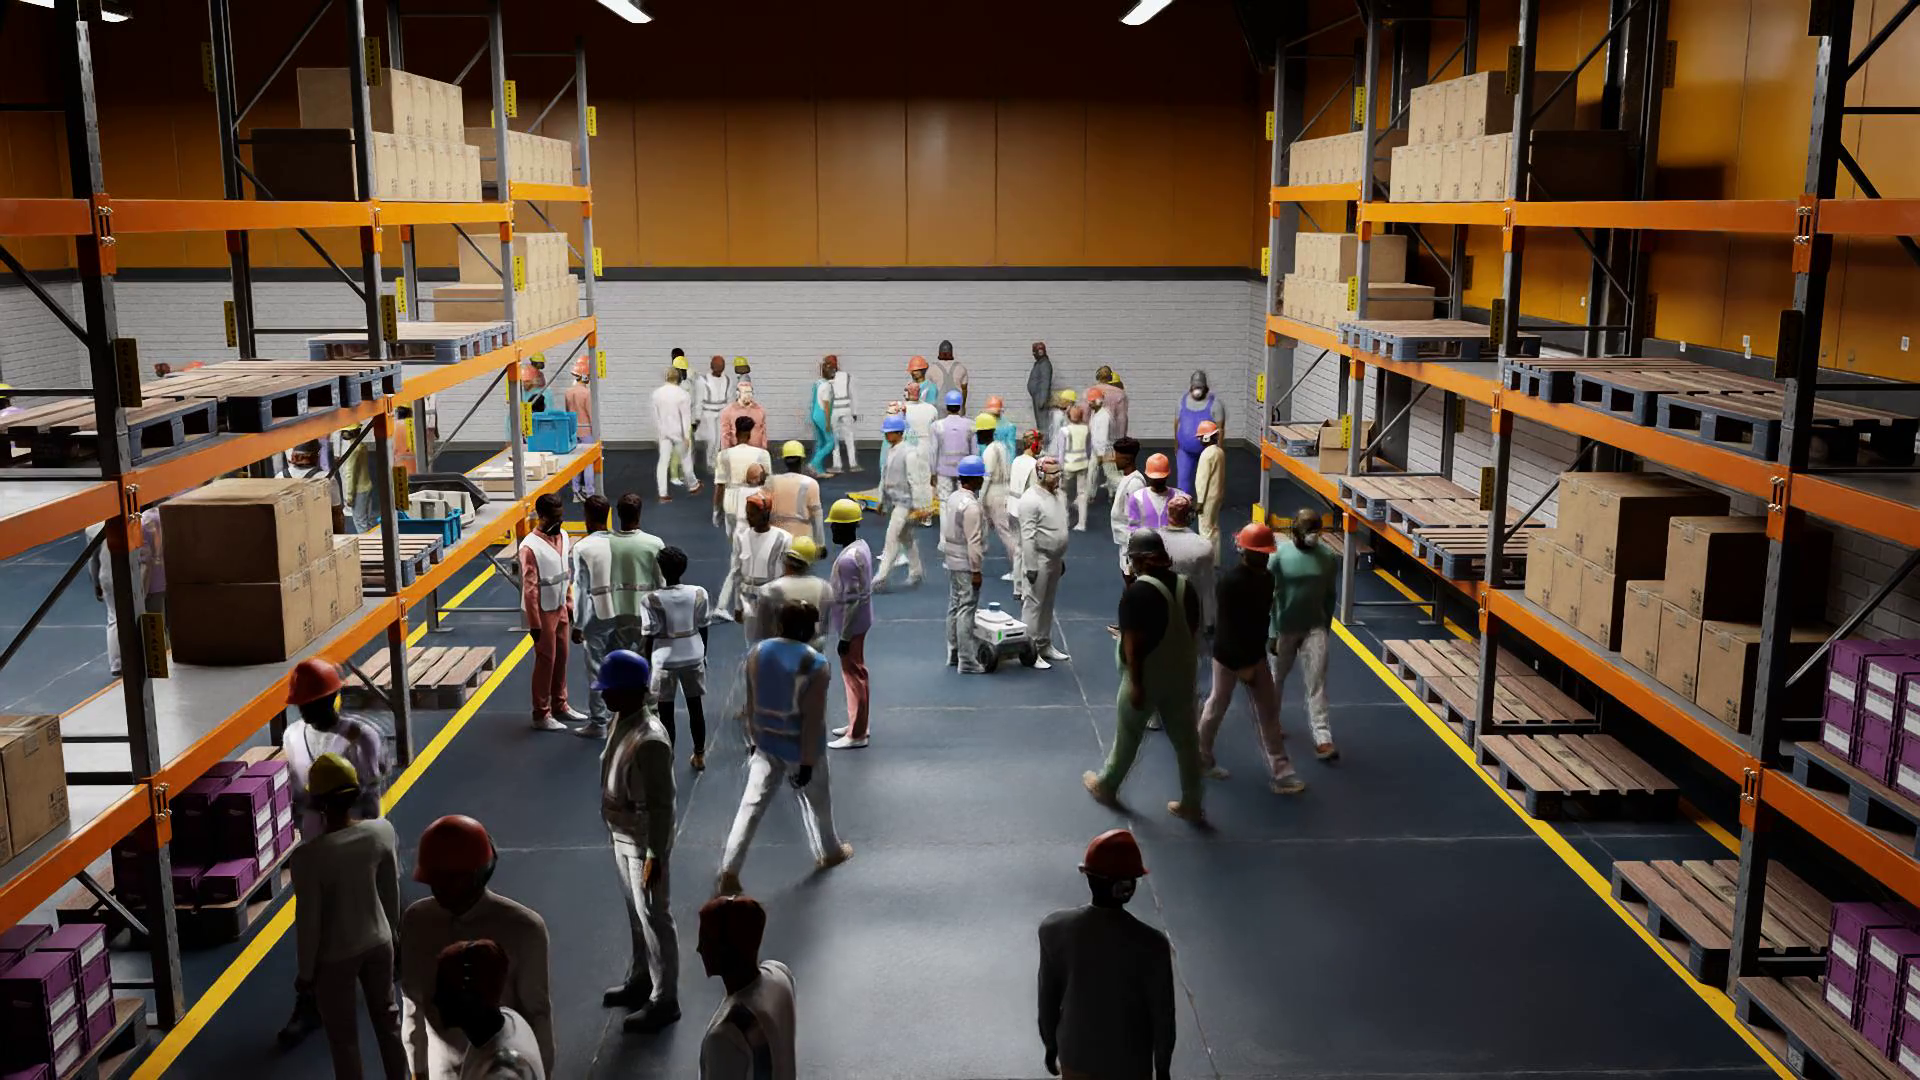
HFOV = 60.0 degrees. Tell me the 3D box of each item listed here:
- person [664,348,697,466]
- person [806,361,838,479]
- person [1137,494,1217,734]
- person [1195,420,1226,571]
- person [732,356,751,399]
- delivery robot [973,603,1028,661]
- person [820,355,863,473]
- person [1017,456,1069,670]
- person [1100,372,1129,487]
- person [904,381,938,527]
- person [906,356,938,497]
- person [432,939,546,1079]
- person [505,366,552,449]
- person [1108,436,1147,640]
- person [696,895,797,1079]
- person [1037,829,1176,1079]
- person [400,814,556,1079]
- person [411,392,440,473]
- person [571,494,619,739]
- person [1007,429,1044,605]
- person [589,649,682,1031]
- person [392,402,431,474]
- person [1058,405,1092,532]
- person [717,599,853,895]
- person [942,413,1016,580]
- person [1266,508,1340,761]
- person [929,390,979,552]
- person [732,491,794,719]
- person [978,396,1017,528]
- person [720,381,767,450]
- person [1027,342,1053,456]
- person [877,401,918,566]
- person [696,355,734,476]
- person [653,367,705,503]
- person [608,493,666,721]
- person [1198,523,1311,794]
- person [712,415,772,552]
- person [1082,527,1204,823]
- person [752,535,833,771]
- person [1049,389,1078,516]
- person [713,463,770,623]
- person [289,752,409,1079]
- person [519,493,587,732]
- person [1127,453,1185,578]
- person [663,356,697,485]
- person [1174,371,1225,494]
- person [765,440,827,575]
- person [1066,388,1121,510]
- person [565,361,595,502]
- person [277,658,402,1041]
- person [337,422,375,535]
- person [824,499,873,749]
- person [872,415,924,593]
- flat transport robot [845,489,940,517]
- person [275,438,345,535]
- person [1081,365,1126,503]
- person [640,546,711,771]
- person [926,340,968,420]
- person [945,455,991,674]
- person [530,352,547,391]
[{"bbox_3d":[-4.459,-2.121,26.616,0.585,1.911,0.389,5,12,24],"label":"person"},{"bbox_3d":[-2.093,-1.807,25.280,0.436,1.820,0.636,-5,12,-25],"label":"person"},{"bbox_3d":[1.713,0.583,13.051,0.658,1.905,0.405,6,13,28],"label":"person"},{"bbox_3d":[2.801,-0.484,18.831,0.353,1.737,0.570,6,13,27],"label":"person"},{"bbox_3d":[-3.525,-2.108,26.973,0.321,1.737,0.485,0,11,1],"label":"person"},{"bbox_3d":[0.312,0.811,15.068,0.477,0.478,0.707,-6,13,-29],"label":"delivery robot"},{"bbox_3d":[-1.855,-1.971,26.005,0.741,1.855,0.341,-7,13,-32],"label":"person"},{"bbox_3d":[0.780,0.191,15.012,0.403,1.911,0.637,7,13,30],"label":"person"},{"bbox_3d":[2.262,-1.611,24.487,0.326,1.735,0.490,-9,14,-38],"label":"person"},{"bbox_3d":[-0.596,-1.093,21.444,0.636,1.911,0.406,-6,13,-27],"label":"person"},{"bbox_3d":[-0.568,-1.615,23.776,0.419,2.032,0.605,-9,14,-38],"label":"person"},{"bbox_3d":[-1.437,2.150,5.287,0.373,1.877,0.581,-3,12,-17],"label":"person"},{"bbox_3d":[-5.909,-1.400,22.811,0.652,1.972,0.517,1,11,5],"label":"person"},{"bbox_3d":[1.617,-0.018,15.914,0.361,1.962,0.612,0,11,-1],"label":"person"},{"bbox_3d":[-0.711,2.083,5.597,0.338,1.880,0.580,3,12,13],"label":"person"},{"bbox_3d":[0.580,1.973,6.477,0.561,1.745,0.339,6,13,27],"label":"person"},{"bbox_3d":[-1.765,1.938,6.063,0.616,1.986,0.407,3,12,15],"label":"person"},{"bbox_3d":[-7.809,-1.594,24.150,0.392,1.836,0.562,5,12,25],"label":"person"},{"bbox_3d":[-2.766,0.595,12.990,0.386,1.904,0.603,7,13,33],"label":"person"},{"bbox_3d":[0.699,-0.235,17.334,0.394,1.836,0.560,-4,12,-20],"label":"person"},{"bbox_3d":[-1.629,1.493,8.381,0.404,1.944,0.616,-6,13,-27],"label":"person"},{"bbox_3d":[-6.684,-0.812,20.075,0.583,1.898,0.421,-4,12,-19],"label":"person"},{"bbox_3d":[1.433,-0.931,21.353,0.543,1.608,0.712,-6,13,-26],"label":"person"},{"bbox_3d":[-1.078,1.249,10.077,0.634,1.782,1.051,6,13,29],"label":"person"},{"bbox_3d":[0.318,-0.464,18.406,0.987,1.866,0.613,1,11,6],"label":"person"},{"bbox_3d":[2.580,0.685,12.610,0.639,1.888,1.038,-2,11,-8],"label":"person"},{"bbox_3d":[-0.074,-0.827,20.010,0.608,1.946,0.406,-2,11,-9],"label":"person"},{"bbox_3d":[-1.573,0.533,13.351,0.574,1.884,0.358,6,13,27],"label":"person"},{"bbox_3d":[0.442,-0.980,21.295,0.563,1.743,0.350,5,13,26],"label":"person"},{"bbox_3d":[-2.762,-1.095,21.452,0.642,1.913,0.410,-7,13,-31],"label":"person"},{"bbox_3d":[1.328,-2.354,27.788,0.409,1.903,0.638,-1,11,-5],"label":"person"},{"bbox_3d":[-0.734,-0.664,19.300,0.410,1.909,0.643,-5,12,-25],"label":"person"},{"bbox_3d":[-3.738,-1.903,25.606,0.591,1.864,0.559,-8,14,-35],"label":"person"},{"bbox_3d":[-4.002,-1.499,23.518,0.651,1.885,1.004,5,12,23],"label":"person"},{"bbox_3d":[-2.562,0.583,13.016,0.594,1.919,0.387,1,11,4],"label":"person"},{"bbox_3d":[2.038,0.825,11.765,0.595,1.935,1.001,-8,14,-33],"label":"person"},{"bbox_3d":[-2.322,-0.358,17.769,0.657,1.917,0.951,-1,11,-5],"label":"person"},{"bbox_3d":[1.312,0.858,11.330,0.703,2.000,0.968,-8,14,-36],"label":"person"},{"bbox_3d":[-1.206,0.867,11.892,0.624,1.804,0.408,-7,13,-31],"label":"person"},{"bbox_3d":[1.345,-1.164,22.287,0.436,1.705,0.549,3,12,13],"label":"person"},{"bbox_3d":[-2.142,0.025,16.664,0.512,1.582,0.859,9,14,38],"label":"person"},{"bbox_3d":[-2.702,1.794,7.327,0.327,1.767,0.533,7,13,33],"label":"person"},{"bbox_3d":[-3.255,0.565,13.147,0.403,1.908,0.597,3,12,15],"label":"person"},{"bbox_3d":[1.799,0.157,15.150,0.549,1.924,0.387,0,11,2],"label":"person"},{"bbox_3d":[-4.162,-1.790,24.895,0.379,1.925,0.594,8,14,33],"label":"person"},{"bbox_3d":[3.158,-1.289,22.096,0.702,2.000,1.056,4,12,20],"label":"person"},{"bbox_3d":[-1.637,-0.019,16.137,0.629,1.883,0.886,5,12,25],"label":"person"},{"bbox_3d":[1.914,-1.222,22.636,0.914,1.698,0.598,-3,12,-15],"label":"person"},{"bbox_3d":[-5.252,-1.495,23.245,0.611,1.995,0.375,9,14,37],"label":"person"},{"bbox_3d":[-3.166,1.506,8.483,0.566,1.894,0.986,2,11,9],"label":"person"},{"bbox_3d":[-6.936,-0.555,19.121,0.340,1.761,0.525,0,11,-2],"label":"person"},{"bbox_3d":[-0.851,0.637,12.722,0.366,1.926,0.594,1,11,4],"label":"person"},{"bbox_3d":[-0.753,-0.385,17.876,0.946,1.911,0.653,-6,13,-27],"label":"person"},{"bbox_3d":[-0.878,-0.523,22.709,1.431,0.197,0.652,10,15,40],"label":"flat transport robot"},{"bbox_3d":[-6.105,-0.029,15.775,0.683,2.000,0.538,2,11,10],"label":"person"},{"bbox_3d":[2.008,-1.479,23.304,0.635,1.938,0.359,1,11,5],"label":"person"},{"bbox_3d":[-2.063,0.878,12.092,0.535,1.699,0.318,-7,13,-31],"label":"person"},{"bbox_3d":[-0.226,-2.166,26.494,0.673,2.000,0.536,-2,11,-10],"label":"person"},{"bbox_3d":[0.070,0.210,14.810,0.406,1.946,0.608,-4,12,-17],"label":"person"},{"bbox_3d":[-6.980,-2.236,27.568,0.343,1.758,0.527,2,11,11],"label":"person"}]
